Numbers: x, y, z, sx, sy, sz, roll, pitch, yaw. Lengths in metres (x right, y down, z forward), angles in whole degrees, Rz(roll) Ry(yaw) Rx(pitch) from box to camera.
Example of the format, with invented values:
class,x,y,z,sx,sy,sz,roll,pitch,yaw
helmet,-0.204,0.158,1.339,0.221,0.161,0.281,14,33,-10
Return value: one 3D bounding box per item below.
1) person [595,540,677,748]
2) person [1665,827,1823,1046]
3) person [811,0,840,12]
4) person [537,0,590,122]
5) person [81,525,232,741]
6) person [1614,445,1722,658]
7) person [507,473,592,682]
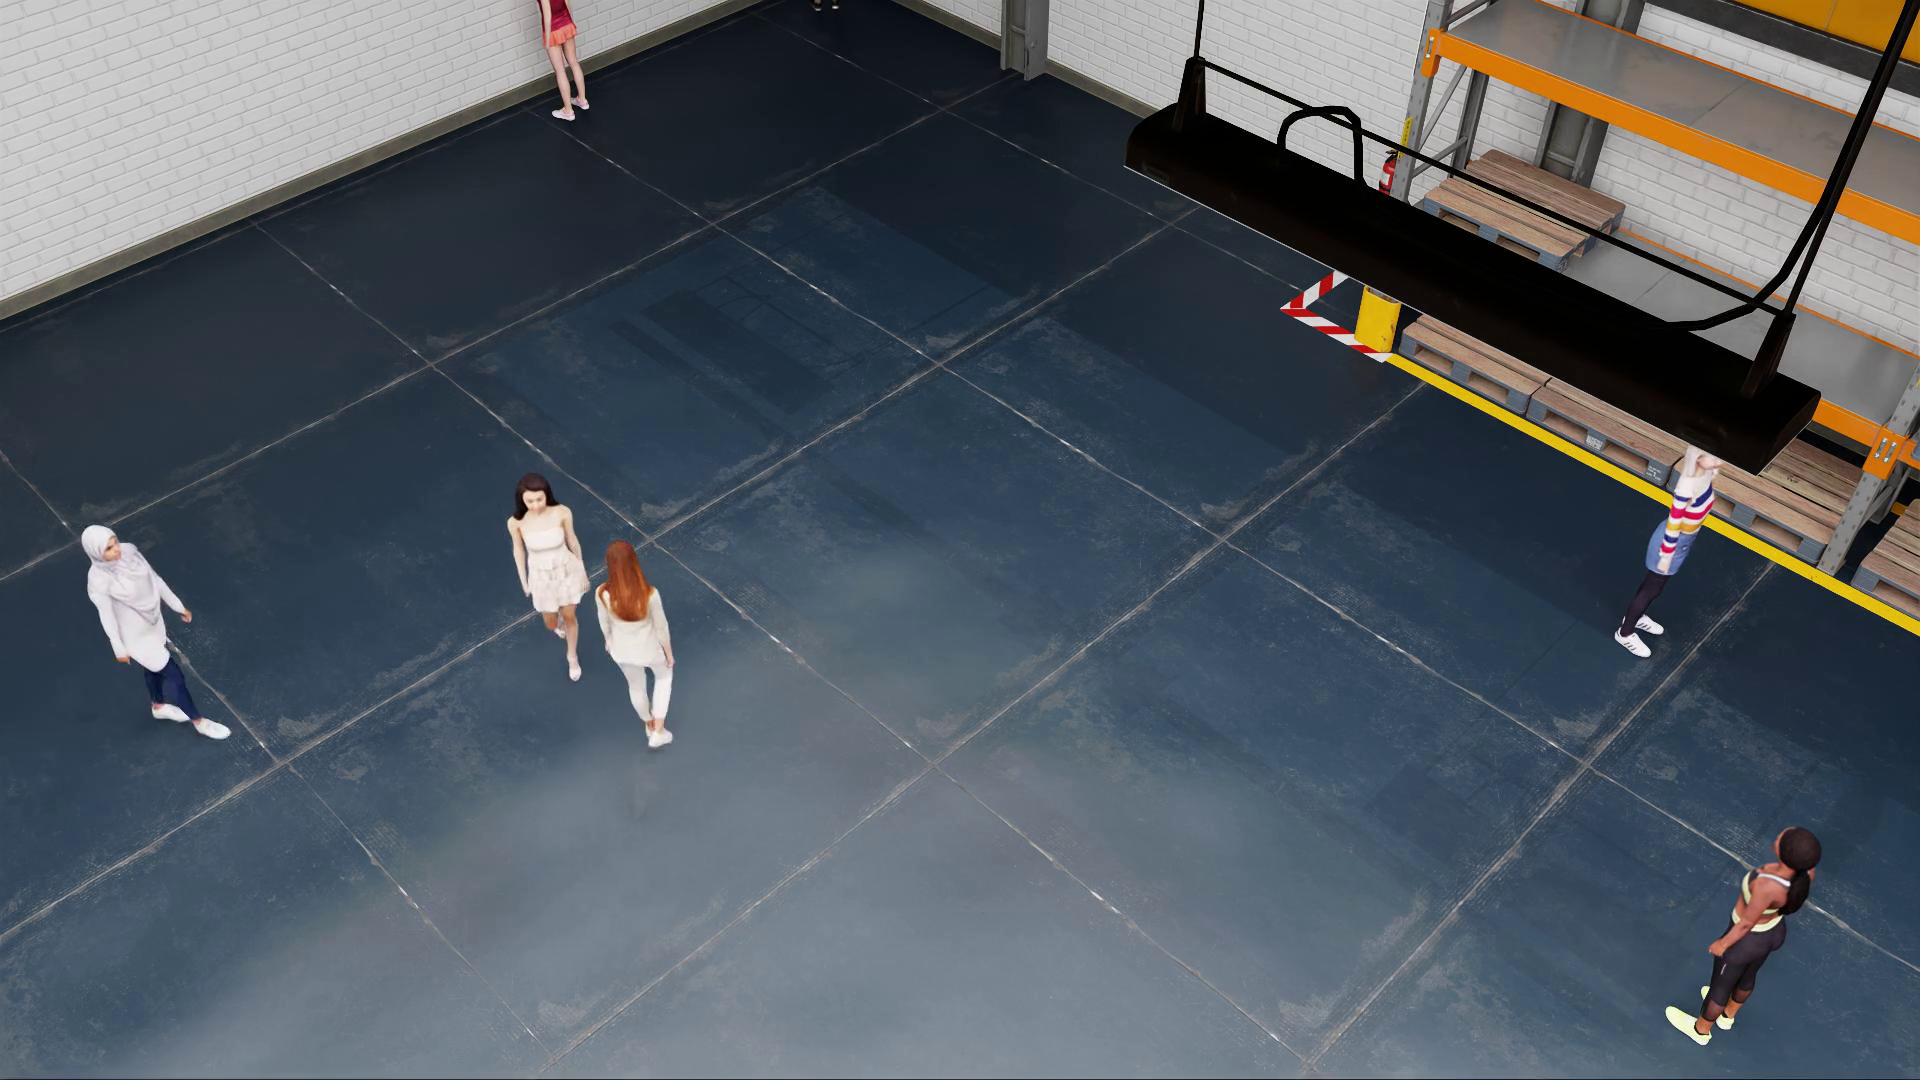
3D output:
class,x,y,z,sx,sy,sz,roll,pitch,yaw
person,-2.013,0.731,10.332,0.778,1.693,0.838,2,44,2
person,4.217,2.111,8.839,0.621,1.755,0.606,-19,47,-19
person,-1.509,-6.472,18.077,0.595,1.440,0.619,-11,45,-11
person,-3.933,-4.987,16.291,0.636,1.753,0.624,20,47,20
person,-5.222,0.556,10.471,0.970,1.756,0.886,4,44,4
person,4.715,0.004,11.012,0.558,1.809,0.682,28,50,26
person,-2.651,0.193,10.873,0.749,1.727,0.837,-12,45,-13
